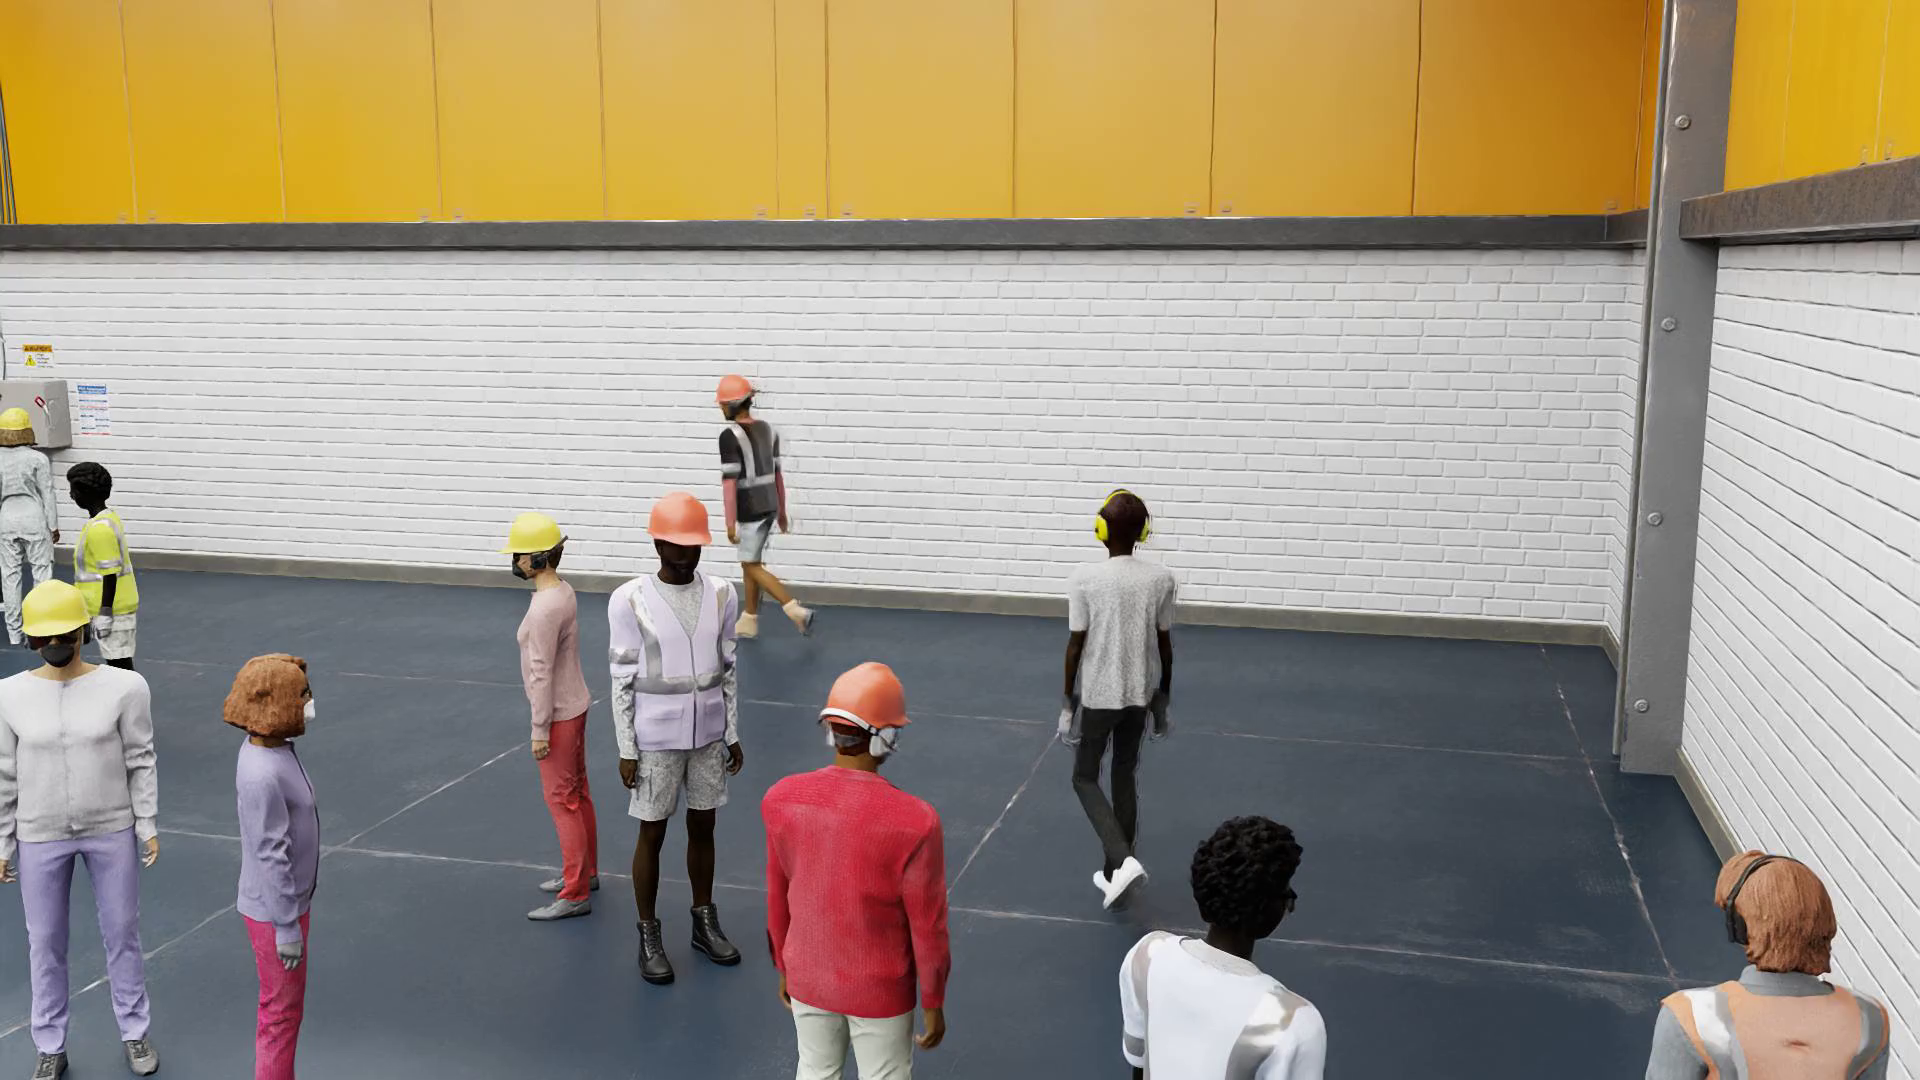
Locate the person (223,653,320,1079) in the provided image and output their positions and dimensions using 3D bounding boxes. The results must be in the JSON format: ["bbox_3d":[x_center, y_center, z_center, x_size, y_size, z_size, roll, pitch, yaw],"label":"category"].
[{"bbox_3d":[-2.101,1.151,5.193,0.280,1.633,0.500,-4,10,-21],"label":"person"}]

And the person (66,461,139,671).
[{"bbox_3d":[-4.851,0.393,9.473,0.322,1.694,0.536,-5,11,-26],"label":"person"}]

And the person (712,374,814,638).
[{"bbox_3d":[-1.427,-0.213,12.165,0.832,2.004,0.657,5,11,25],"label":"person"}]

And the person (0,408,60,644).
[{"bbox_3d":[-6.883,-0.102,12.246,0.484,1.745,0.298,-1,10,-6],"label":"person"}]

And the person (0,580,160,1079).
[{"bbox_3d":[-3.015,1.002,5.680,0.525,1.769,0.316,-5,11,-27],"label":"person"}]

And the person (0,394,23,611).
[{"bbox_3d":[-7.807,-0.381,13.373,0.593,1.920,0.391,8,13,40],"label":"person"}]

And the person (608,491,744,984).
[{"bbox_3d":[-1.101,0.765,6.574,0.544,1.938,0.356,-7,12,-35],"label":"person"}]

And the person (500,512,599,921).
[{"bbox_3d":[-1.778,0.751,7.192,0.349,1.758,0.522,-1,10,-5],"label":"person"}]

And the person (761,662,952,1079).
[{"bbox_3d":[-0.270,1.197,4.618,0.571,1.739,0.354,5,11,27],"label":"person"}]

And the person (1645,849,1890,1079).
[{"bbox_3d":[1.645,1.446,3.461,0.524,1.630,0.324,-1,10,-7],"label":"person"}]

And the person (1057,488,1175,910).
[{"bbox_3d":[0.687,0.705,7.176,0.543,1.852,0.536,-3,10,-18],"label":"person"}]

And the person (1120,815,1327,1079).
[{"bbox_3d":[0.553,1.407,3.541,0.319,1.686,0.539,-8,13,-40],"label":"person"}]
